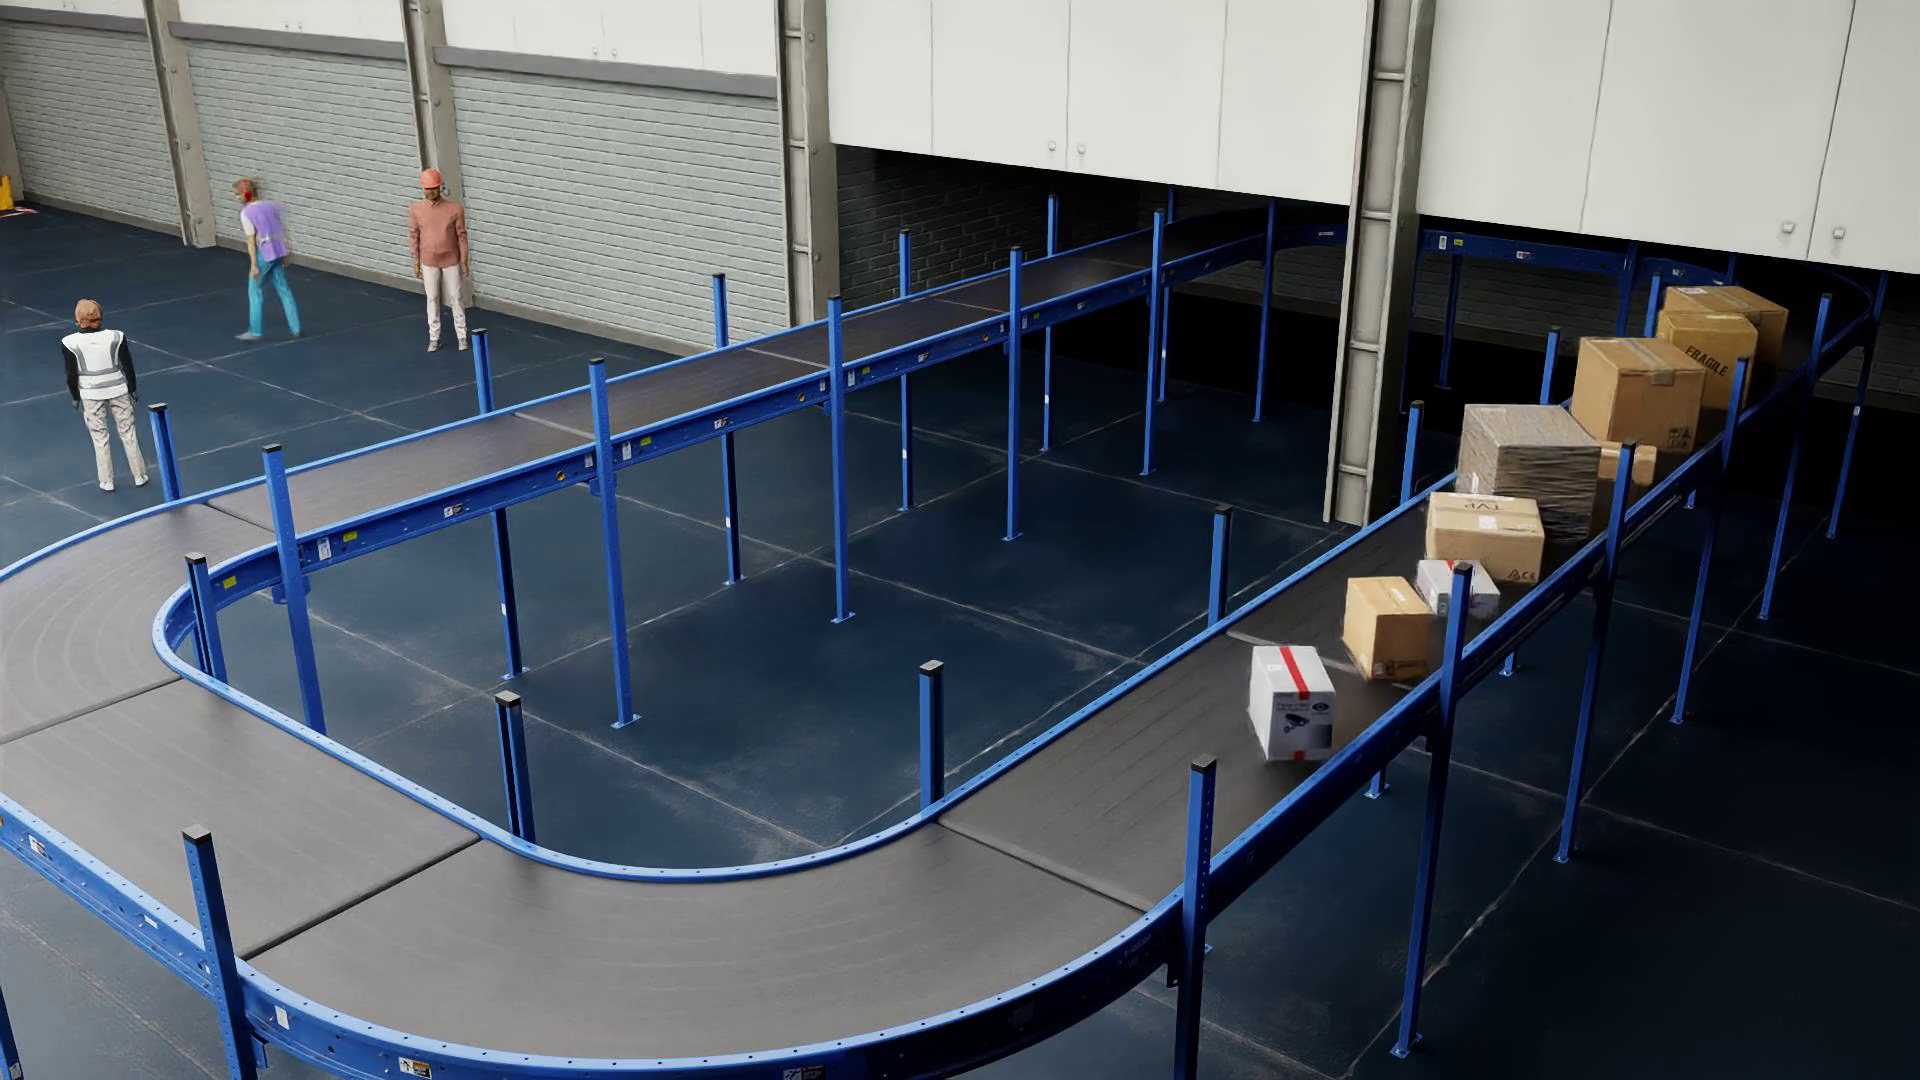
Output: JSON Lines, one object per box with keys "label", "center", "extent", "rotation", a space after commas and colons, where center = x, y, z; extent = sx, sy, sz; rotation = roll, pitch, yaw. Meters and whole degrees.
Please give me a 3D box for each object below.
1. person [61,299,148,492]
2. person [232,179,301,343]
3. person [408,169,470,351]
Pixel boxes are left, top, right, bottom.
{"label": "person", "center": [-7.216, -1.214, 14.032], "extent": [0.523, 1.638, 0.310], "rotation": [-13, 25, -29]}
{"label": "person", "center": [-7.843, -3.130, 18.678], "extent": [0.602, 1.812, 0.677], "rotation": [5, 22, 11]}
{"label": "person", "center": [-5.705, -3.068, 18.266], "extent": [0.612, 1.995, 0.382], "rotation": [-5, 22, -12]}
